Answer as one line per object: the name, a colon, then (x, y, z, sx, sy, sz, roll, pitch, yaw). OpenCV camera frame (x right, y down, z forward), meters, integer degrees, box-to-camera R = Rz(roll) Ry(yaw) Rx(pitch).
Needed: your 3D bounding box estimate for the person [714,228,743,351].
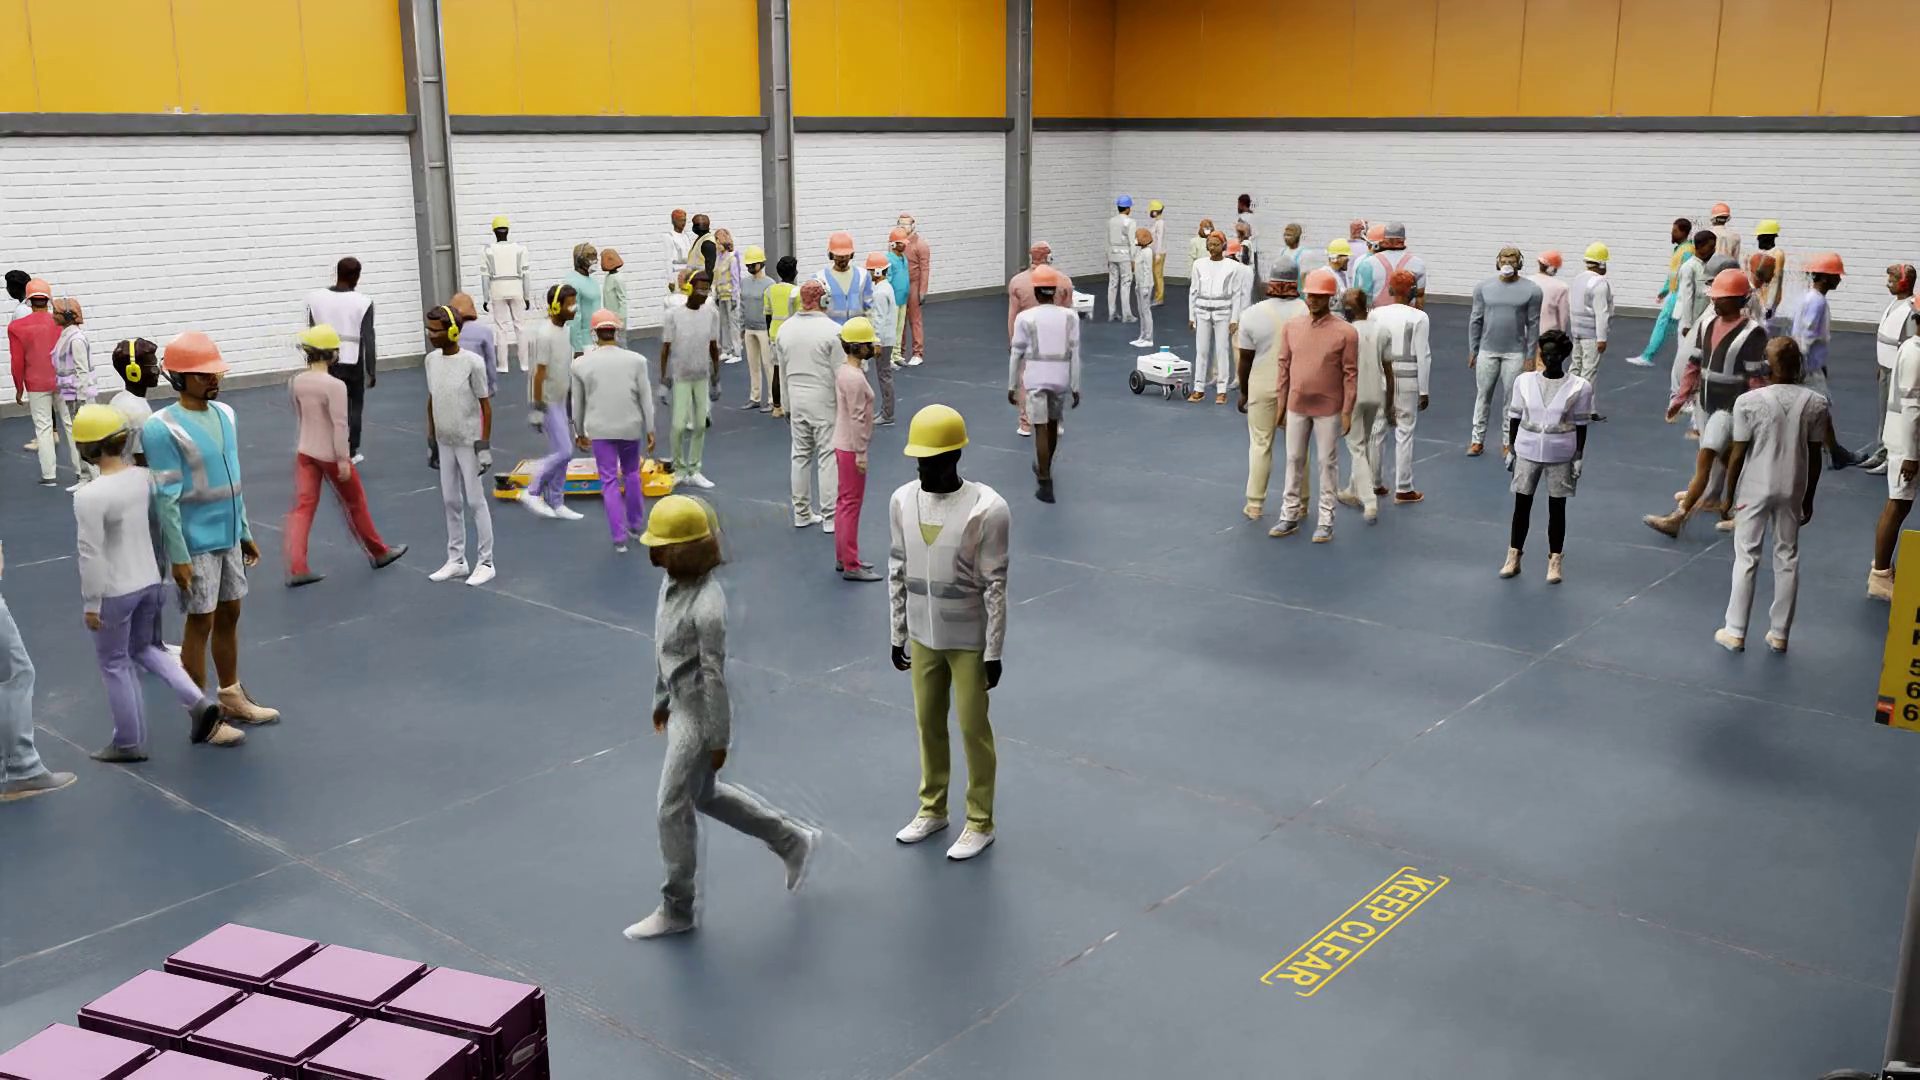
person: (-3.205, -3.382, 22.500, 0.515, 1.641, 0.314, 3, 14, 13)

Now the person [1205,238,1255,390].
person: (3.119, -2.610, 19.213, 0.358, 1.740, 0.572, -12, 19, -40)

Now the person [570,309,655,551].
person: (-2.528, -0.817, 12.090, 0.573, 1.710, 0.771, -5, 15, -19)

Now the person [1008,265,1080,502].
person: (0.672, -1.309, 13.719, 0.565, 1.882, 0.985, -4, 15, -14)

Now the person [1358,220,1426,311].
person: (4.524, -2.344, 17.539, 0.690, 2.000, 0.538, 2, 14, 9)

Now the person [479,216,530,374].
person: (-5.582, -3.007, 20.436, 0.590, 1.920, 0.397, -6, 15, -24)

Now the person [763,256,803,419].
person: (-1.773, -2.079, 17.180, 0.542, 1.695, 0.316, 8, 16, 30)

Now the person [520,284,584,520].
person: (-3.093, -1.030, 12.698, 0.442, 1.841, 0.587, 3, 14, 10)

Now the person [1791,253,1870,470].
person: (7.615, -1.561, 14.677, 0.948, 1.898, 0.554, 5, 15, 19)

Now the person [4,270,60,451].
person: (-8.739, -1.697, 15.678, 0.319, 1.686, 0.539, -5, 15, -18)

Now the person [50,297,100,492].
person: (-7.251, -1.173, 13.676, 0.307, 1.641, 0.513, -11, 18, -38)

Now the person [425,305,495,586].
person: (-3.327, -0.623, 11.022, 0.518, 1.865, 0.323, 7, 16, 25)

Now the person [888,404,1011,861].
person: (-0.063, 0.384, 6.901, 0.582, 1.919, 0.396, 9, 17, 32)

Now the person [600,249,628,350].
person: (-3.949, -2.505, 19.009, 0.278, 1.631, 0.507, -8, 16, -29)

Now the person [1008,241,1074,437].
person: (0.790, -1.956, 16.266, 0.649, 1.906, 0.409, 0, 14, -1)

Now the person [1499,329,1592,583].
person: (3.905, -0.558, 11.101, 0.532, 1.697, 0.319, 8, 16, 28)

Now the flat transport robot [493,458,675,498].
flat transport robot: (-3.108, -0.523, 13.853, 1.431, 0.197, 0.652, -1, 14, -5)

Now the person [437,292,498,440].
person: (-4.274, -1.333, 14.403, 0.492, 1.603, 0.792, -1, 14, -4)

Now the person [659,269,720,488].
person: (-2.258, -1.322, 13.849, 0.574, 1.848, 0.428, -11, 18, -36)

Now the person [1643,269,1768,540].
person: (5.563, -0.995, 12.265, 1.064, 1.984, 0.616, -3, 14, -11)

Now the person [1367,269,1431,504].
person: (3.533, -1.236, 13.433, 0.355, 1.884, 0.574, -13, 19, -42)

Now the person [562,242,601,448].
person: (-3.539, -1.846, 15.768, 0.372, 1.936, 0.632, 2, 14, 6)

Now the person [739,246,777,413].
person: (-2.148, -2.232, 17.677, 0.527, 1.760, 0.337, 11, 18, 38)

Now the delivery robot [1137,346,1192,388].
delivery robot: (2.302, -1.937, 18.738, 0.477, 0.478, 0.707, -7, 16, -24)

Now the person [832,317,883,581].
person: (-0.692, -0.613, 11.178, 0.328, 1.769, 0.526, -3, 14, -11)

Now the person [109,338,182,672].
person: (-4.544, -0.195, 9.301, 0.309, 1.868, 0.534, -9, 17, -32)

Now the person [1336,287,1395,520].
person: (3.103, -1.056, 12.931, 0.512, 1.795, 0.841, -5, 15, -18)

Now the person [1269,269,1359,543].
person: (2.592, -0.977, 12.168, 0.613, 1.997, 0.386, 10, 17, 34)

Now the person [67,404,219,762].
person: (-3.919, 0.223, 7.874, 0.529, 1.753, 0.536, 3, 14, 10)

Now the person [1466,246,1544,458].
person: (4.970, -1.715, 15.236, 0.629, 1.940, 0.373, 6, 15, 22)

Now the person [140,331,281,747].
person: (-3.688, -0.009, 8.207, 0.374, 2.044, 0.607, 2, 14, 10)

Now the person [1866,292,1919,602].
person: (6.106, -0.613, 10.622, 0.381, 2.040, 0.615, 8, 16, 29)
